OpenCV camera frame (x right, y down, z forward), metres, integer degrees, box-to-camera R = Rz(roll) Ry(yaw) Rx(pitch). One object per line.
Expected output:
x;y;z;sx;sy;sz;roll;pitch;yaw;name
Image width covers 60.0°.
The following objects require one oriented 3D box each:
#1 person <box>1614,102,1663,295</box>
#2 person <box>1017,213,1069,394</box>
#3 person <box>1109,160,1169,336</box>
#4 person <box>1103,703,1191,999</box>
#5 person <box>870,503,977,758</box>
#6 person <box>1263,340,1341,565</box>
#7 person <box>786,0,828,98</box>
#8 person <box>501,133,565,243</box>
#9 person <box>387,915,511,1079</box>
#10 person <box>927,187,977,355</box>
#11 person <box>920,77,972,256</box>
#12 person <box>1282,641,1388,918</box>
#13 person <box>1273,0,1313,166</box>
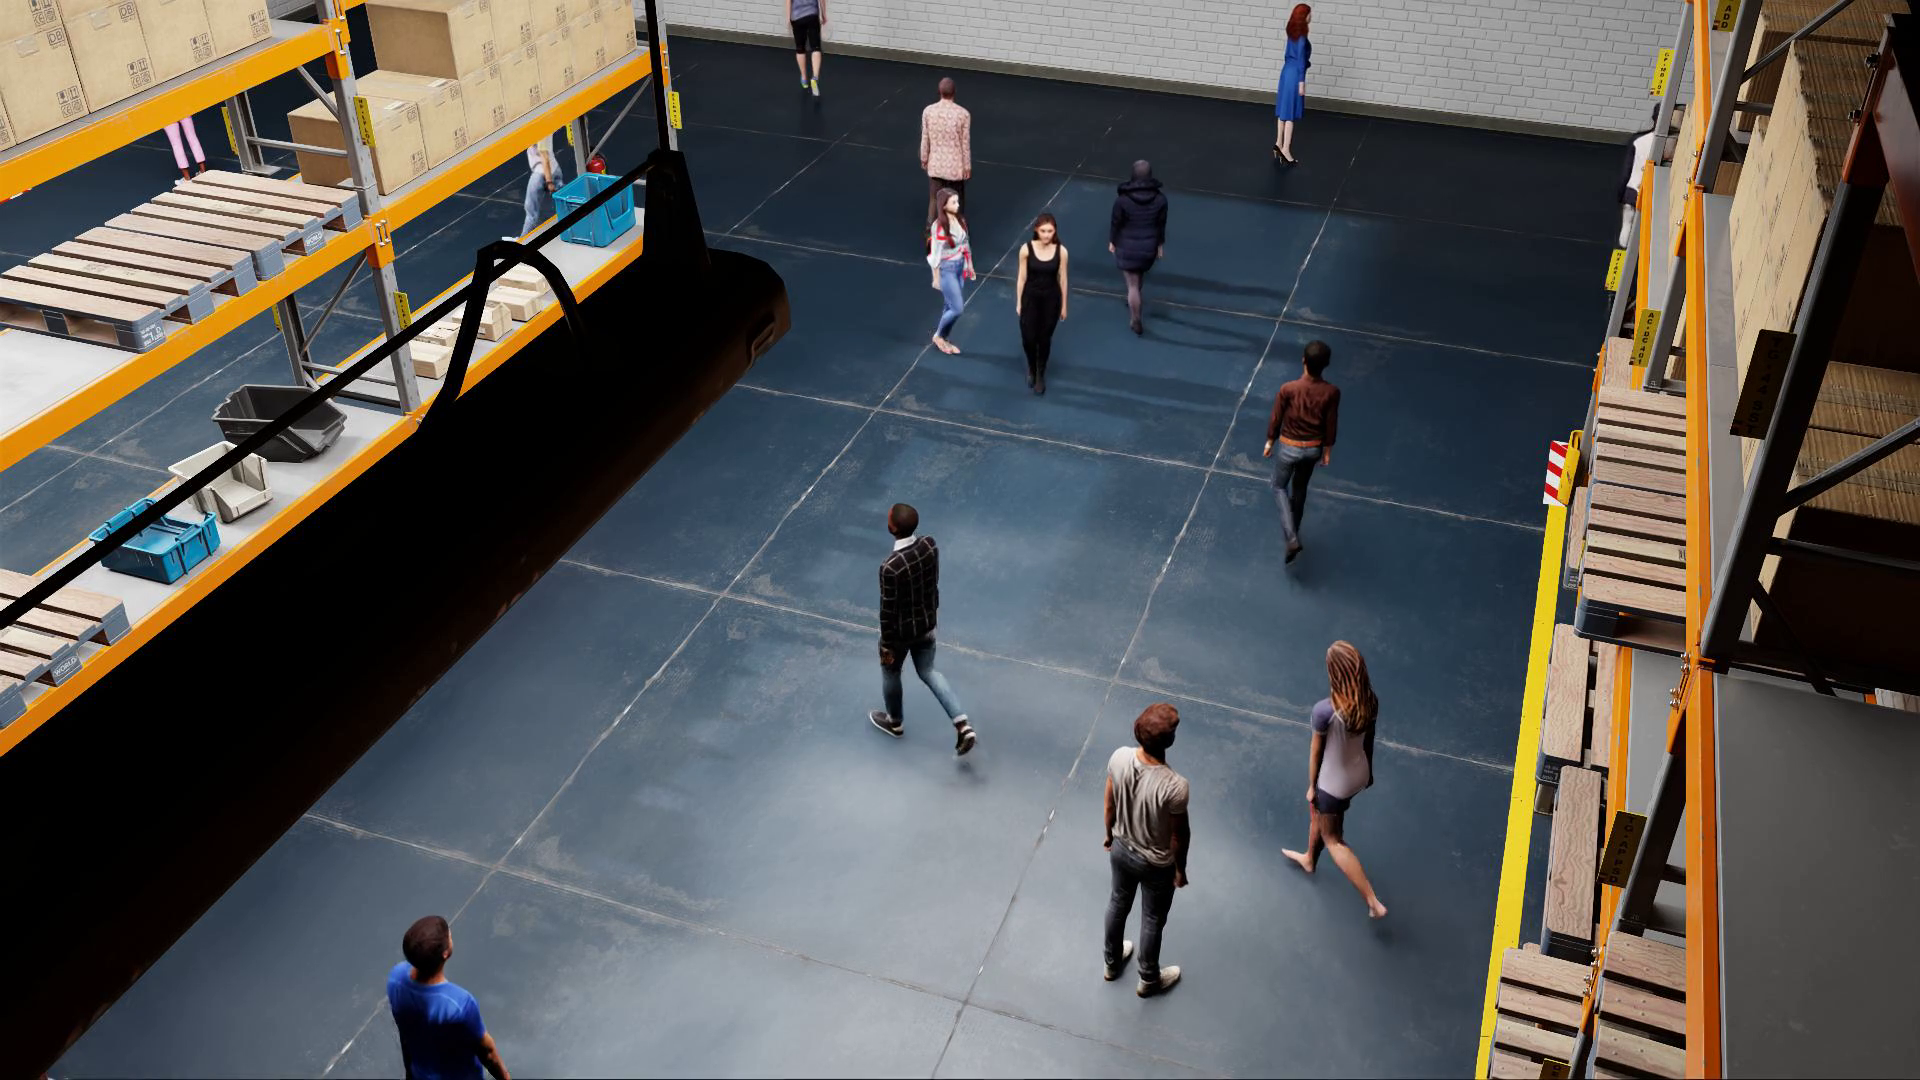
6.639;-3.285;16.203;0.857;1.853;1.165;21;39;29;person
0.704;-2.103;14.582;0.684;1.678;0.703;0;34;0;person
1.670;-2.701;15.519;0.976;1.638;1.133;-6;34;-9;person
0.967;1.632;8.767;0.726;1.895;0.665;24;41;32;person
-0.242;0.599;10.408;1.142;1.800;1.044;-28;43;-35;person
2.513;-0.617;12.272;0.879;1.762;1.056;-1;34;-1;person
-1.945;-6.601;21.182;0.983;1.864;1.219;-4;34;-6;person
-4.145;-3.715;17.013;0.945;1.673;1.130;0;34;1;person
-2.369;2.486;7.520;0.678;1.853;0.706;16;37;23;person
-0.149;-2.457;15.184;0.703;1.602;0.569;20;38;27;person
-0.154;-3.790;17.031;0.826;1.779;1.186;6;34;9;person
2.186;1.403;9.305;1.066;1.682;1.021;-21;39;-28;person
3.840;-5.274;19.218;0.767;1.829;0.662;-5;34;-7;person
